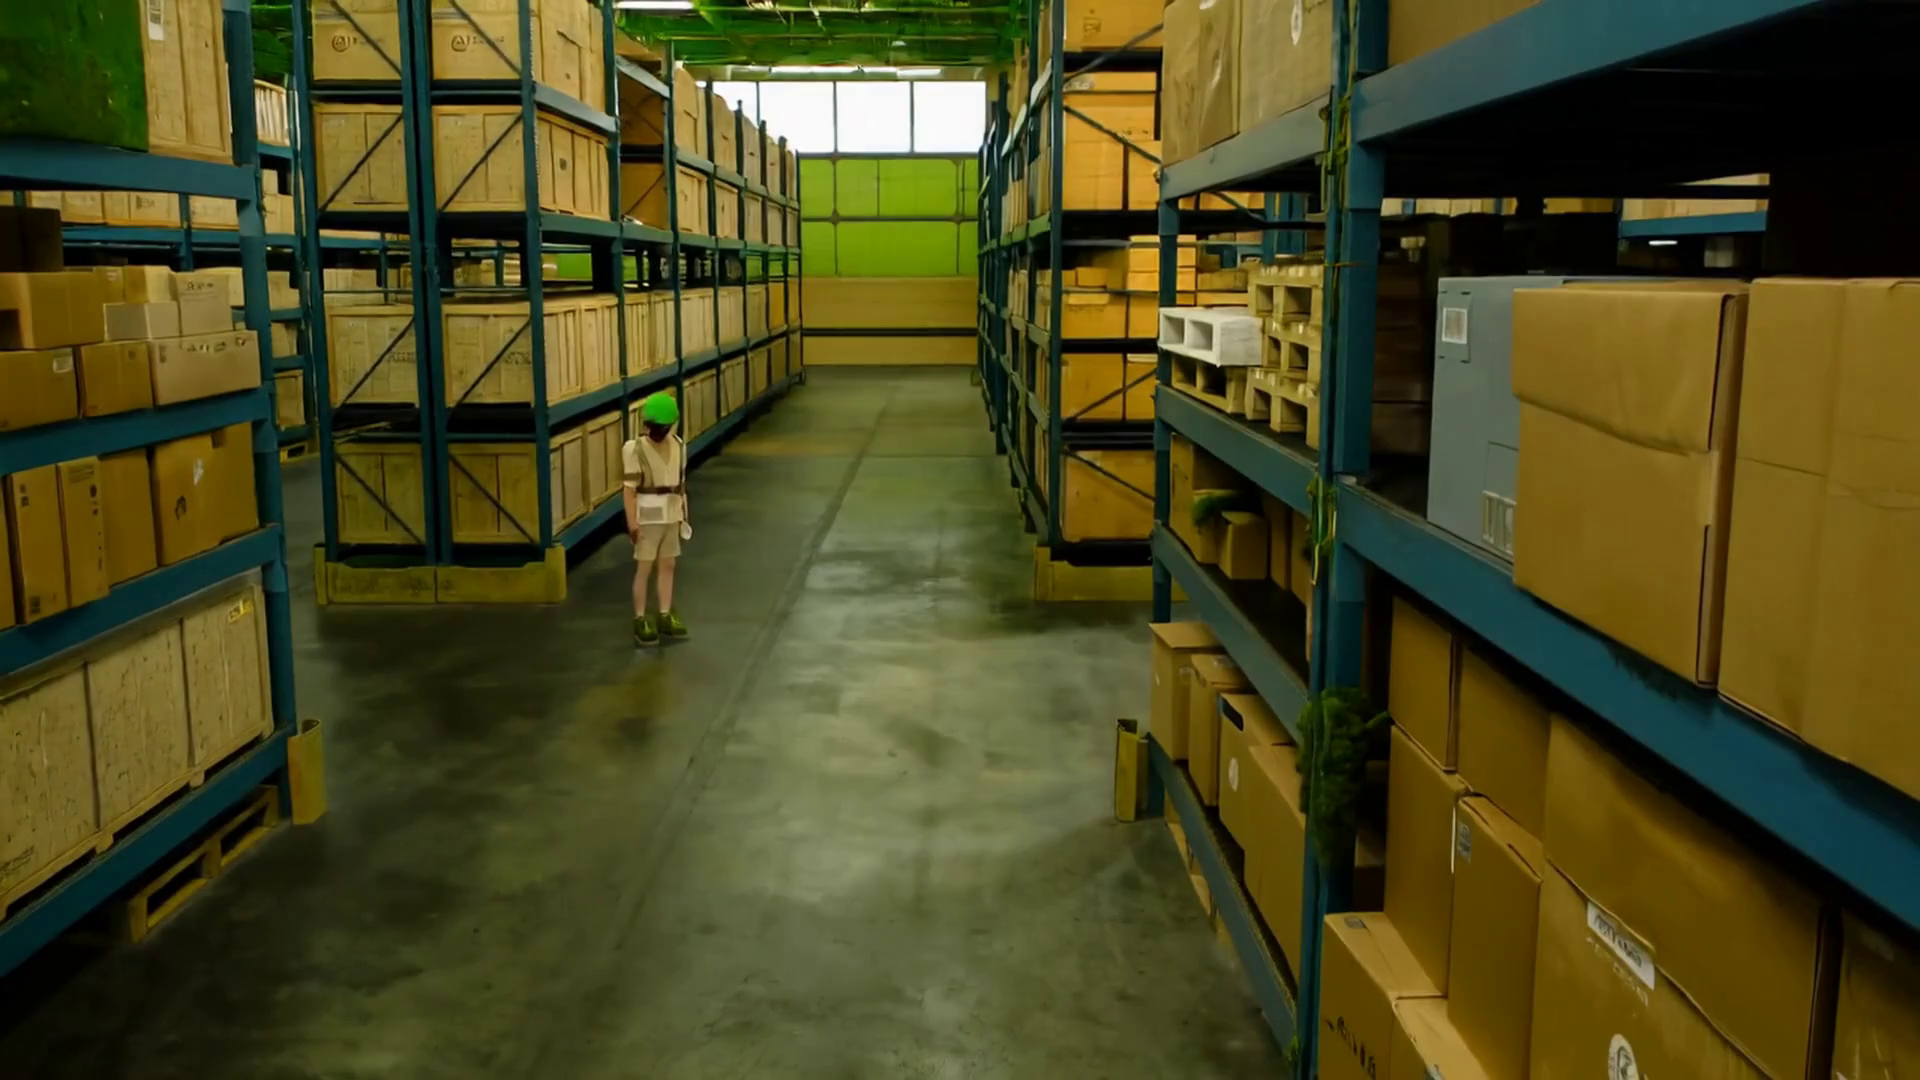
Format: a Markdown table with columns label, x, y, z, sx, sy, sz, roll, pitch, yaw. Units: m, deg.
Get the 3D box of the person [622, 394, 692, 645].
| label | x | y | z | sx | sy | sz | roll | pitch | yaw |
| --- | --- | --- | --- | --- | --- | --- | --- | --- | --- |
| person | -2.428 | -0.172 | 13.515 | 0.409 | 2.030 | 0.609 | 9 | 13 | 43 |
